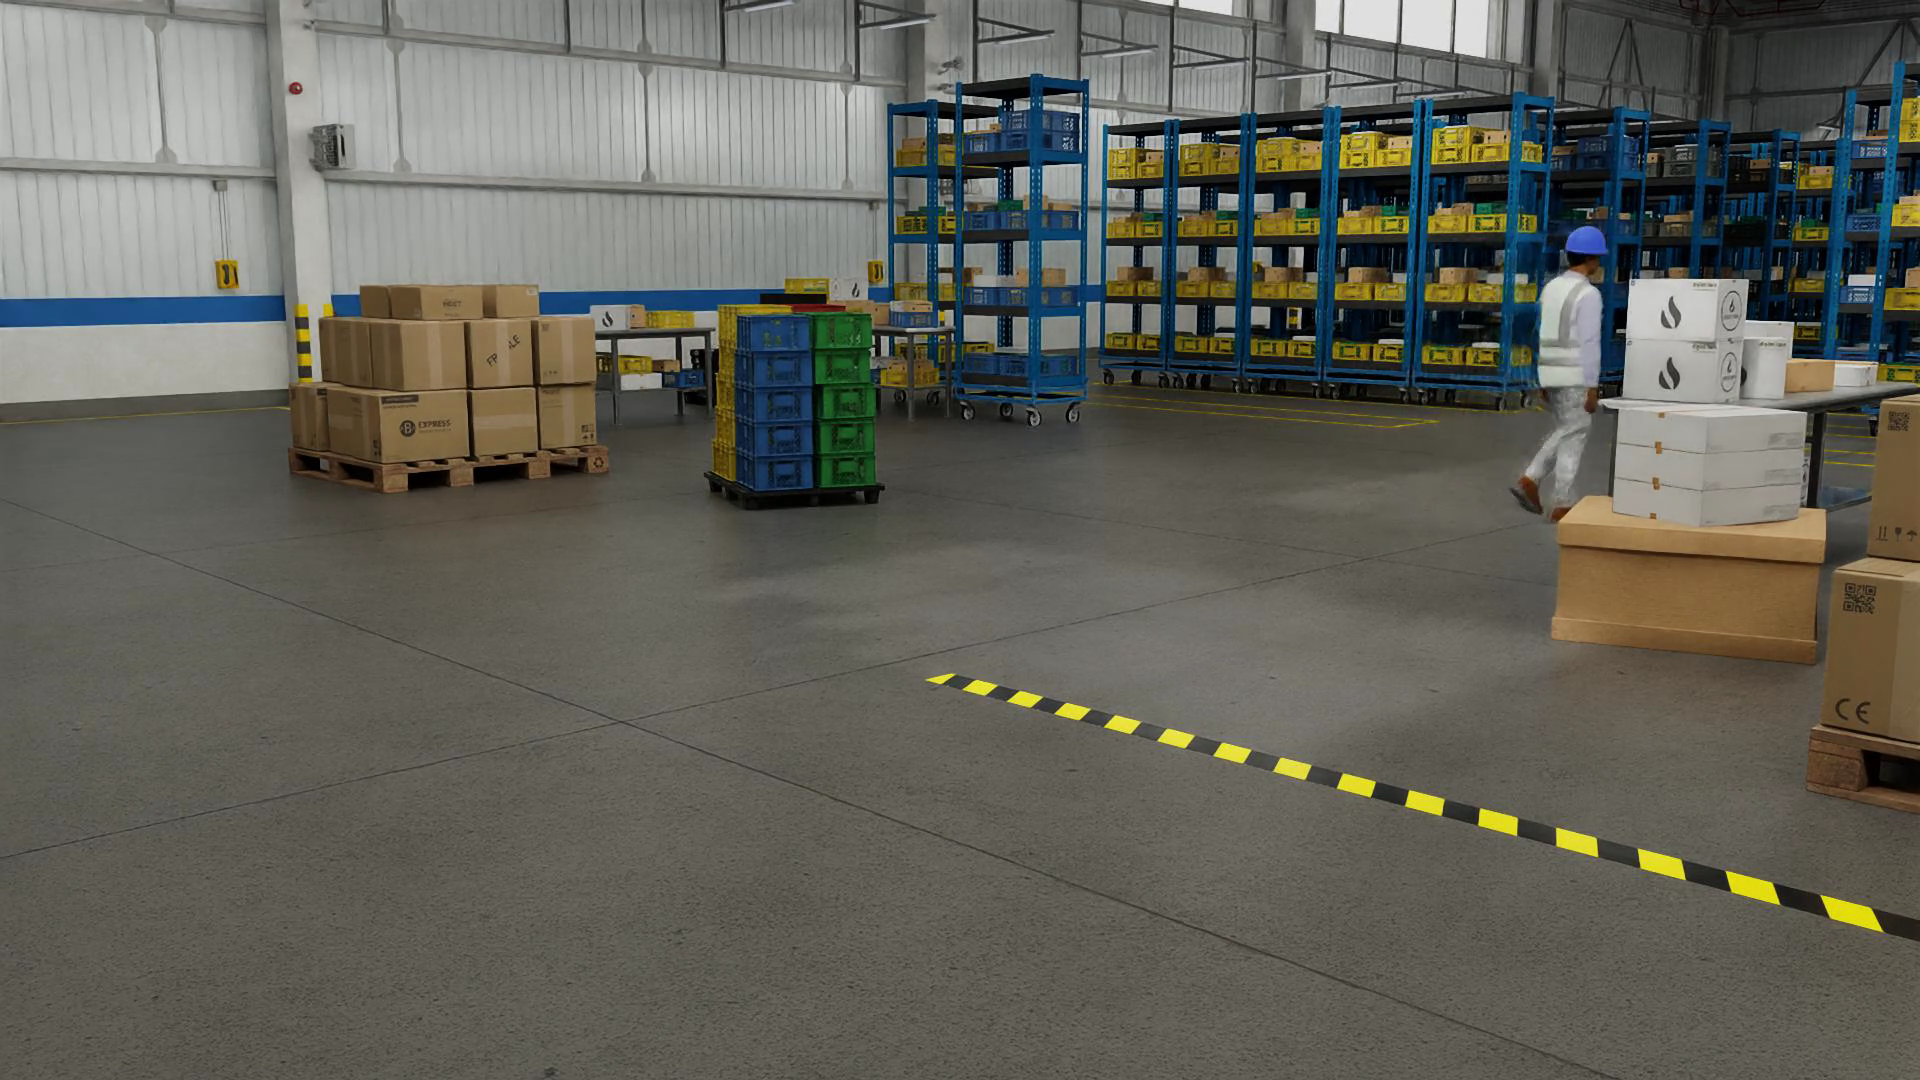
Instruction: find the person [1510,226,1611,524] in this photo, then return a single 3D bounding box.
[{"bbox_3d":[3.939,-1.049,10.753,0.450,1.933,0.643,-1,10,-8],"label":"person"}]
